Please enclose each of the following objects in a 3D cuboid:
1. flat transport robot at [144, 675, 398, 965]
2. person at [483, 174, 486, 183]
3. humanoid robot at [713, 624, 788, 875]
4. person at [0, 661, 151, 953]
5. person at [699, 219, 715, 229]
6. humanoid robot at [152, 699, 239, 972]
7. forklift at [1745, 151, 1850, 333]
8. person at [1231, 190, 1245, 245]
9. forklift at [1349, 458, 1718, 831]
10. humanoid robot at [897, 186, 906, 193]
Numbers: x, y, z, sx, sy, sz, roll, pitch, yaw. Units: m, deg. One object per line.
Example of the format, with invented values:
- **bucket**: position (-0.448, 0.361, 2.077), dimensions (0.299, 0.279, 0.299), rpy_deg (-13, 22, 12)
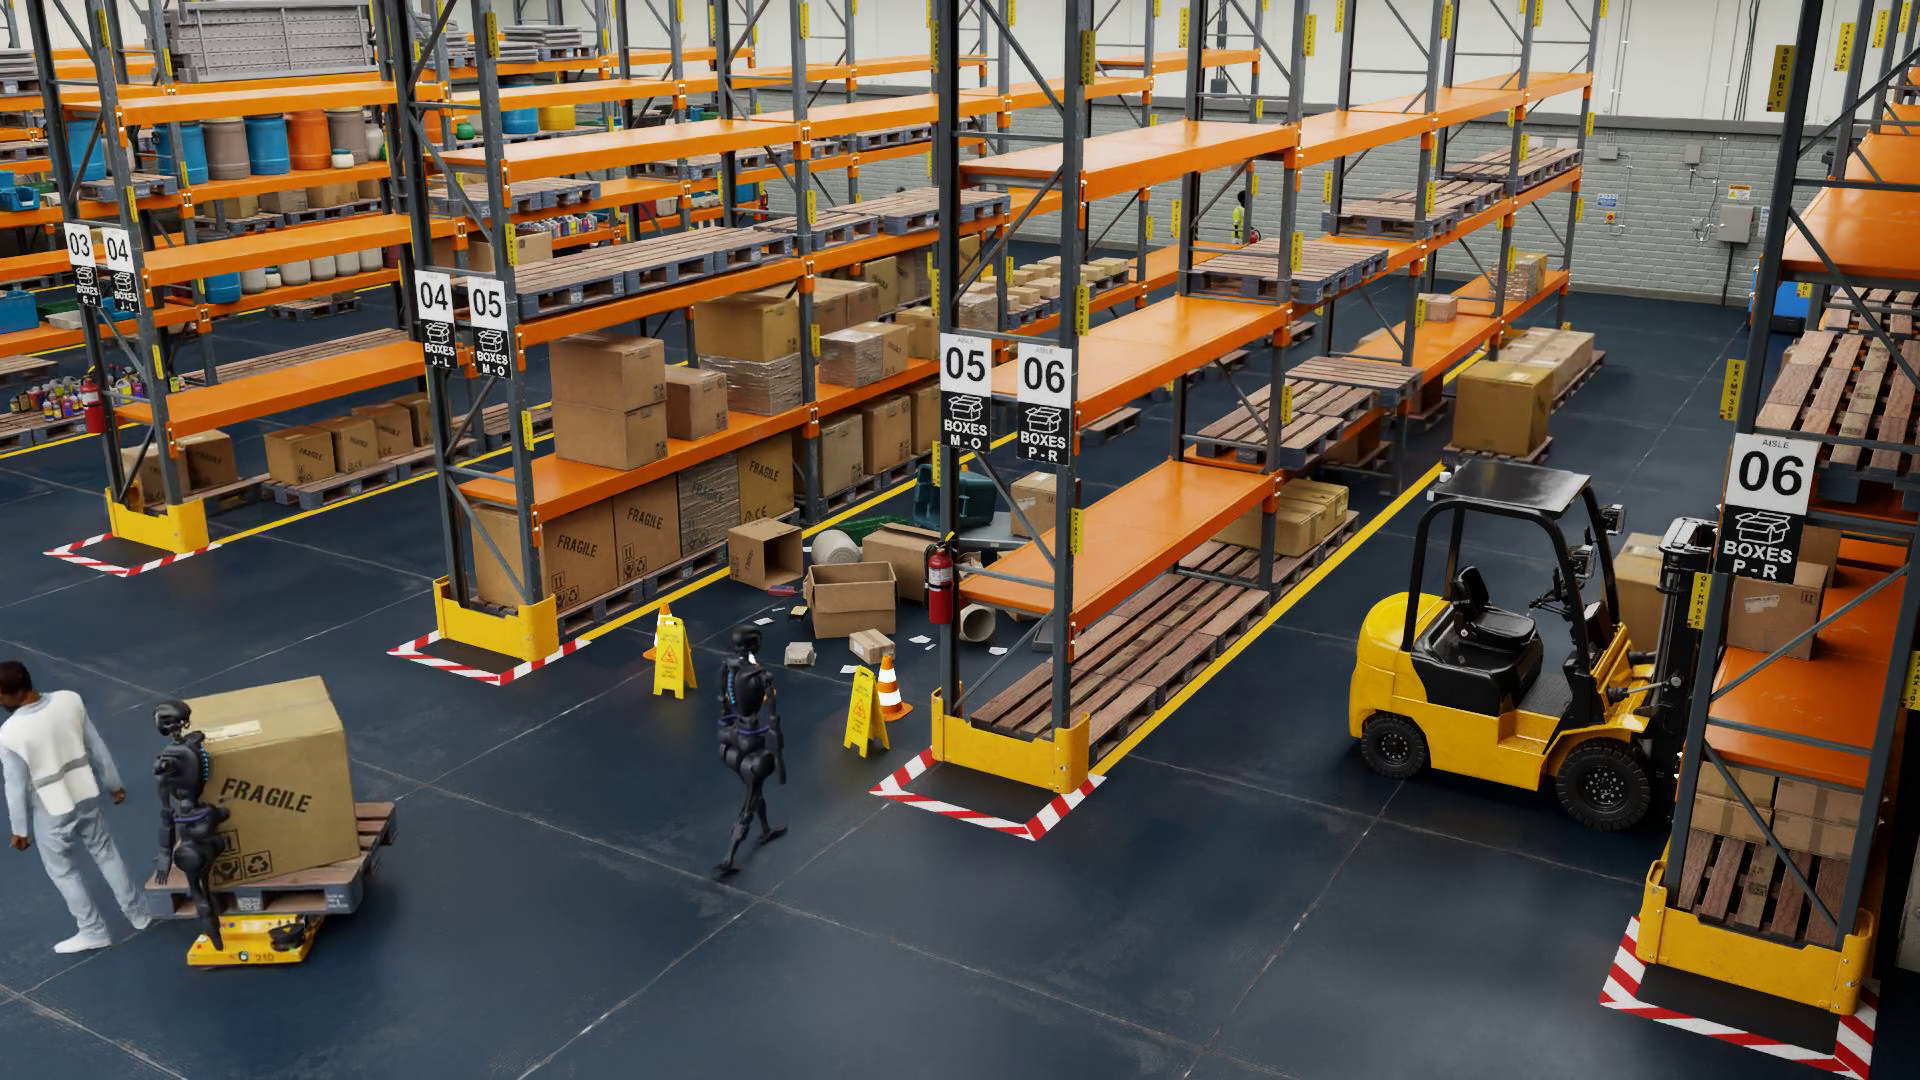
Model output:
- **flat transport robot**: position (-4.226, 2.169, 10.345), dimensions (0.659, 0.231, 1.431), rpy_deg (-1, 19, -3)
- **person**: position (-10.304, -7.744, 36.677), dimensions (0.338, 1.794, 0.504), rpy_deg (5, 20, 14)
- **humanoid robot**: position (-1.381, 1.322, 10.712), dimensions (0.583, 1.636, 0.764), rpy_deg (15, 24, 37)
- **person**: position (-5.200, 1.531, 9.740), dimensions (0.426, 1.873, 0.735), rpy_deg (7, 20, 19)
- **person**: position (-5.317, -7.011, 34.715), dimensions (0.489, 1.688, 0.350), rpy_deg (-6, 20, -17)
- **humanoid robot**: position (-4.396, 1.688, 9.580), dimensions (0.341, 1.650, 0.601), rpy_deg (2, 19, 6)
- **forklift**: position (13.620, -4.667, 26.137), dimensions (1.873, 2.768, 1.129), rpy_deg (11, 22, 29)
- **person**: position (5.149, -5.554, 30.485), dimensions (0.319, 1.696, 0.531), rpy_deg (12, 22, 31)
- **forklift**: position (3.988, 0.658, 11.776), dimensions (2.313, 2.155, 1.214), rpy_deg (11, 22, 29)
- **humanoid robot**: position (-1.074, -5.856, 31.404), dimensions (0.590, 1.646, 0.413), rpy_deg (7, 20, 21)
